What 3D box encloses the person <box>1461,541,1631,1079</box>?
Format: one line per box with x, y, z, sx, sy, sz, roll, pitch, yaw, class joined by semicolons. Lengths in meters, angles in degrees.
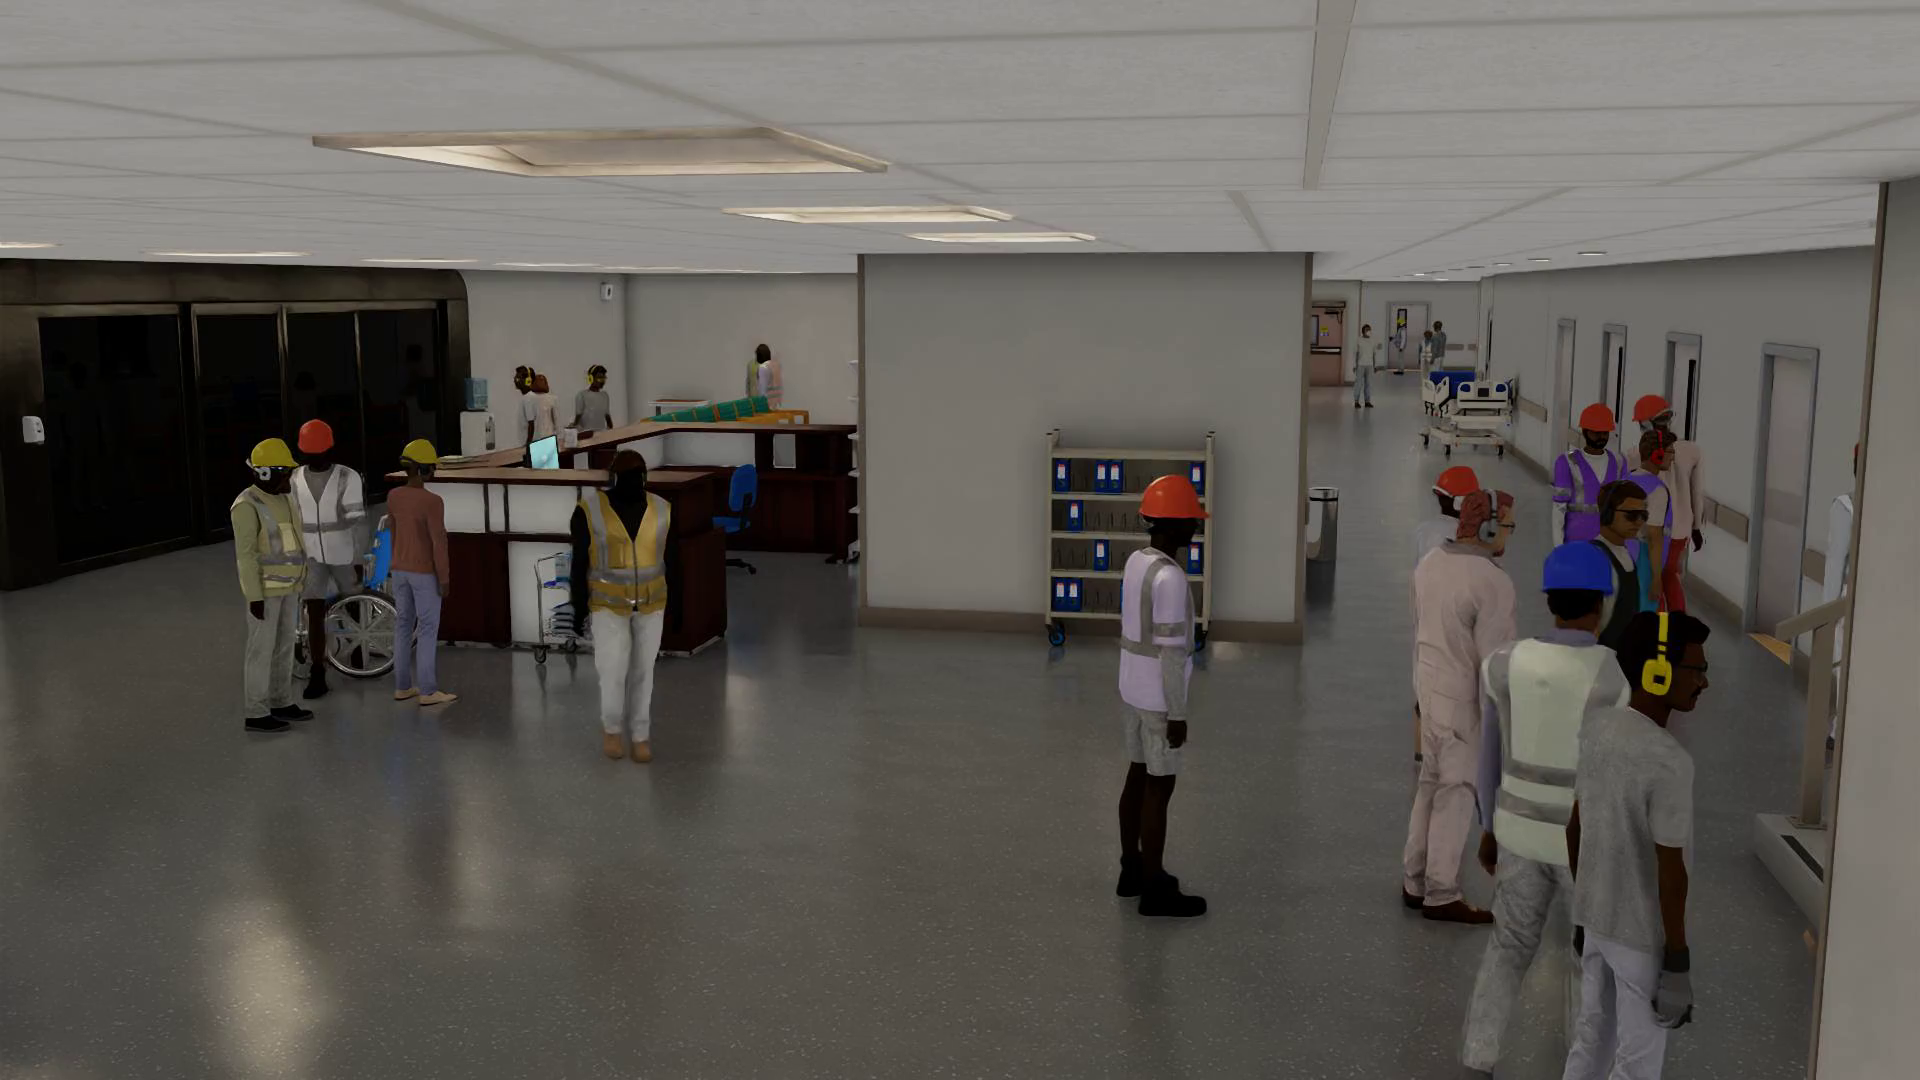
1.952;0.981;5.395;0.569;1.921;0.673;-7;11;-41;person

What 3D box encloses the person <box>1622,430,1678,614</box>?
4.450;0.195;10.884;0.393;1.835;0.559;0;9;2;person

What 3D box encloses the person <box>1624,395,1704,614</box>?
5.157;-0.090;12.305;0.638;1.965;0.442;-1;9;-8;person

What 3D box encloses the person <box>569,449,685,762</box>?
-1.908;0.388;9.602;0.656;1.829;0.449;-4;10;-27;person

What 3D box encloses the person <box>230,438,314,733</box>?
-4.267;0.280;10.361;0.403;1.827;0.591;1;9;7;person

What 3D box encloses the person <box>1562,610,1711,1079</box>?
1.891;1.114;4.672;0.325;1.865;0.516;-1;9;-9;person

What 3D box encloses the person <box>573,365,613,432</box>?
-4.299;-1.157;19.862;0.845;1.827;0.540;6;11;37;person

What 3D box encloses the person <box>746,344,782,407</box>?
-3.296;-2.374;27.910;0.621;1.840;0.429;1;9;6;person

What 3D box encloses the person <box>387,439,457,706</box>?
-3.570;0.212;11.025;0.518;1.757;0.338;5;10;31;person

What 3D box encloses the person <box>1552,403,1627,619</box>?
4.503;-0.009;11.880;0.551;1.936;0.356;-1;9;-10;person

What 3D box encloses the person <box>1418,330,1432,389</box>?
12.882;-4.955;45.763;0.519;1.626;0.565;5;10;32;person

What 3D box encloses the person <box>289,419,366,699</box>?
-4.337;0.090;11.486;0.562;1.880;1.027;-1;9;-3;person

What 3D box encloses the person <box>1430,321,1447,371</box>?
12.322;-4.693;42.967;0.373;1.940;0.629;7;11;38;person

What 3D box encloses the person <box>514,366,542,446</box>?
-4.952;-1.056;19.034;0.325;1.877;0.521;-2;9;-12;person

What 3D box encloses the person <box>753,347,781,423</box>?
-3.240;-2.230;27.020;0.814;1.809;0.666;3;9;20;person

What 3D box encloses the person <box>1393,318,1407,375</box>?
14.165;-6.227;53.492;0.403;1.833;0.586;1;9;8;person

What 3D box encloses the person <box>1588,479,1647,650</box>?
3.094;0.622;8.000;0.336;1.842;0.508;6;10;34;person

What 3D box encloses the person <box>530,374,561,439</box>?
-5.499;-1.360;21.852;0.509;1.632;0.269;-2;9;-11;person

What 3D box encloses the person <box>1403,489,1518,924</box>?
2.190;0.716;7.248;0.420;1.893;0.676;-1;9;-9;person

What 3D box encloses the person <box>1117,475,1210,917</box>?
0.894;0.675;7.339;0.379;1.938;0.547;-2;9;-13;person

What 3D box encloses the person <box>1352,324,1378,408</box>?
9.406;-4.042;38.643;0.632;1.940;0.368;-2;9;-12;person

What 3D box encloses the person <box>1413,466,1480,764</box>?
2.787;0.451;9.439;0.343;1.750;0.569;-2;9;-16;person
